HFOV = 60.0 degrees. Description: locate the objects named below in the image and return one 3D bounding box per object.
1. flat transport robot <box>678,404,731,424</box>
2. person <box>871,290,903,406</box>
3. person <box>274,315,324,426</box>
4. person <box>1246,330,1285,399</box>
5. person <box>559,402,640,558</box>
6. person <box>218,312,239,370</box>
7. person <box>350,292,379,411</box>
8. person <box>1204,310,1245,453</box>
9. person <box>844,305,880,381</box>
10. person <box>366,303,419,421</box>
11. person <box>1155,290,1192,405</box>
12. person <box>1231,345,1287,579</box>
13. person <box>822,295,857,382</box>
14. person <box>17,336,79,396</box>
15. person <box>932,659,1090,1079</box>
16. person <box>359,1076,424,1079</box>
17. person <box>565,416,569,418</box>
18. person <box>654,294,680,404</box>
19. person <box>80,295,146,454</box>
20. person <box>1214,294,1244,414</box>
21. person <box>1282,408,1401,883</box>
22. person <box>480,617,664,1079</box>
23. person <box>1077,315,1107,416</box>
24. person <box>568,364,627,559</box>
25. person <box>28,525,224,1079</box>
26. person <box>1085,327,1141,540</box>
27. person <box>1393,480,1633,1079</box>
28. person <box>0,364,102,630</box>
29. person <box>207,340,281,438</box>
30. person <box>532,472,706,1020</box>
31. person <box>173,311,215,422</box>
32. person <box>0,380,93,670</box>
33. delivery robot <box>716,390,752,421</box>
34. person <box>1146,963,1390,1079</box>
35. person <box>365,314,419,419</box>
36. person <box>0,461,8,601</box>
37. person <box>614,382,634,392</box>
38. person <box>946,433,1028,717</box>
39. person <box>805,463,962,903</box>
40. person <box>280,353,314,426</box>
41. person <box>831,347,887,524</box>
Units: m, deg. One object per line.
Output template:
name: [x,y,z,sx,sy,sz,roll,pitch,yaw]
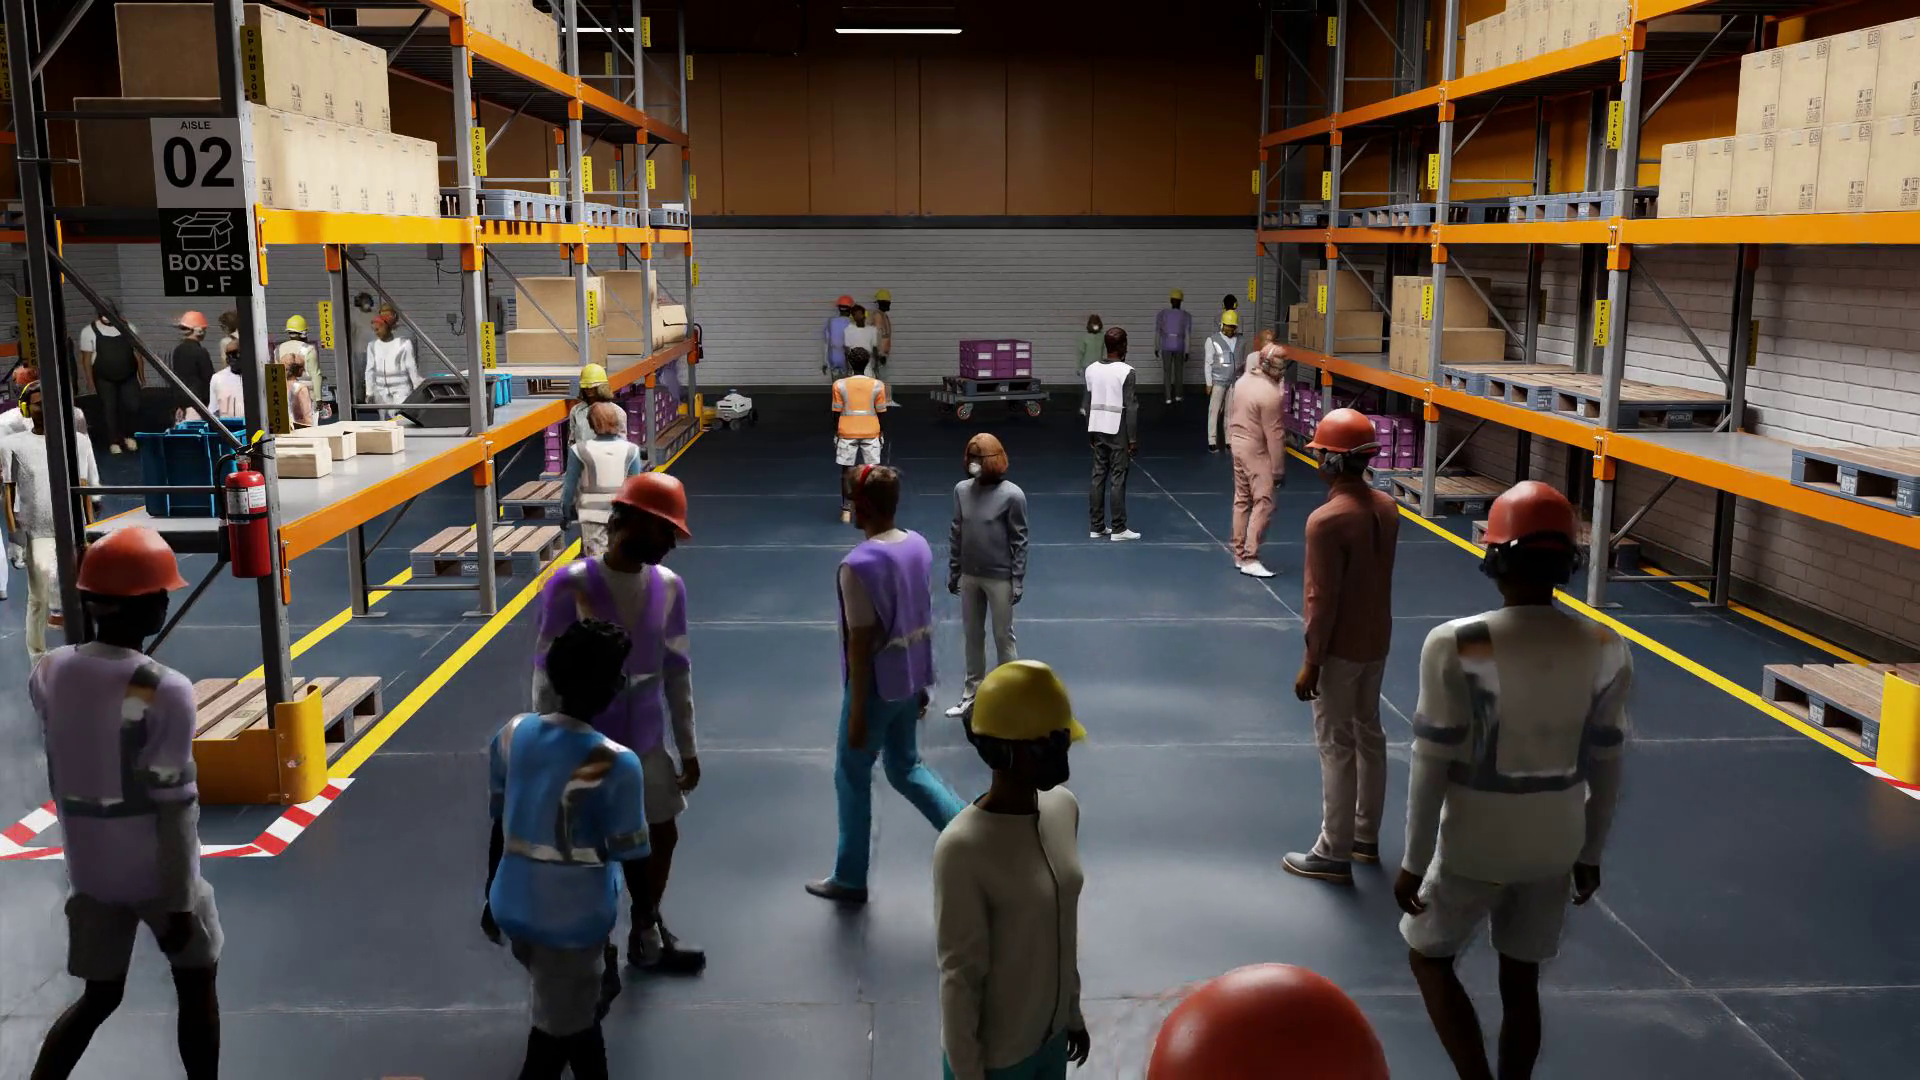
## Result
flat transport robot: [-4.085,-1.874,24.705,0.652,0.197,1.431,-10,14,-42]
person: [-1.329,-3.105,27.043,0.778,1.911,0.593,2,10,9]
person: [-7.629,-1.685,19.302,0.596,1.837,0.404,3,11,19]
person: [3.701,-1.739,20.204,0.502,1.628,0.288,-2,10,-13]
person: [-2.455,-0.141,11.366,0.519,1.601,0.745,-7,12,-33]
person: [-8.999,-1.953,20.918,0.558,1.811,0.364,-8,13,-36]
person: [-9.528,-3.029,26.683,0.642,1.894,1.048,-6,12,-32]
person: [3.395,-2.018,21.198,0.588,1.822,0.403,-4,11,-21]
person: [-1.376,-2.389,23.321,0.538,1.819,0.975,-3,11,-15]
person: [-6.897,-1.902,20.225,0.627,1.941,0.373,0,10,0]
person: [3.535,-3.192,27.578,0.613,1.872,0.981,2,10,12]
person: [2.424,-0.649,13.467,0.395,1.867,0.737,-3,11,-17]
person: [-1.672,-2.594,24.158,0.554,1.905,0.695,4,11,22]
person: [-11.424,-1.932,20.853,0.651,1.792,0.796,-5,11,-26]
person: [0.131,1.135,3.784,0.305,1.771,0.525,7,12,32]
person: [-0.728,1.480,2.217,0.310,1.642,0.514,-9,14,-42]
person: [-5.541,-2.305,22.970,0.539,1.750,0.578,-1,10,-5]
person: [-4.566,-2.817,25.474,0.544,1.875,0.682,-6,12,-32]
person: [-10.705,-2.107,21.083,0.724,2.000,0.537,-8,13,-37]
person: [4.206,-2.897,25.958,0.507,1.874,0.329,5,11,27]
person: [1.606,0.443,7.007,0.388,1.996,0.612,10,14,43]
person: [-1.037,1.033,4.639,0.543,1.647,0.748,8,13,38]
person: [2.025,-2.638,25.339,0.514,1.587,0.875,-5,11,-25]
person: [-2.832,-0.500,12.977,0.484,1.739,0.305,2,10,12]
person: [-2.350,0.917,4.617,0.548,1.911,0.818,3,11,15]
person: [1.366,-0.953,14.997,0.390,1.919,0.591,-9,14,-42]
person: [1.532,0.849,4.635,0.644,2.031,0.468,-2,10,-9]
person: [-6.179,-0.274,11.368,0.650,1.862,0.598,10,14,44]
person: [-6.523,-0.914,15.117,0.653,1.791,0.968,1,10,4]
person: [-1.198,0.708,5.853,0.658,1.887,0.398,-7,13,-36]
person: [-8.087,-1.465,17.783,0.613,1.938,1.024,10,14,43]
person: [-5.426,-0.026,9.956,0.328,1.877,0.513,10,14,43]
delivery robot: [-3.255,-1.922,23.935,0.477,0.478,0.707,2,10,11]
person: [0.388,1.387,1.840,0.938,1.955,0.653,-7,12,-35]
person: [-6.691,-1.729,19.554,0.605,1.828,0.963,3,10,14]
person: [-7.339,-0.390,12.287,0.316,1.769,0.525,7,12,33]
person: [-5.055,-2.679,24.899,0.593,1.820,0.404,-5,12,-28]
person: [0.146,0.215,9.286,0.509,1.632,0.268,8,13,37]
person: [-0.250,0.601,6.622,0.759,1.824,0.571,6,12,29]
person: [-6.285,-0.946,15.734,0.522,1.638,0.310,7,12,32]
person: [-0.960,-0.994,15.868,0.530,1.689,0.322,-2,10,-11]
